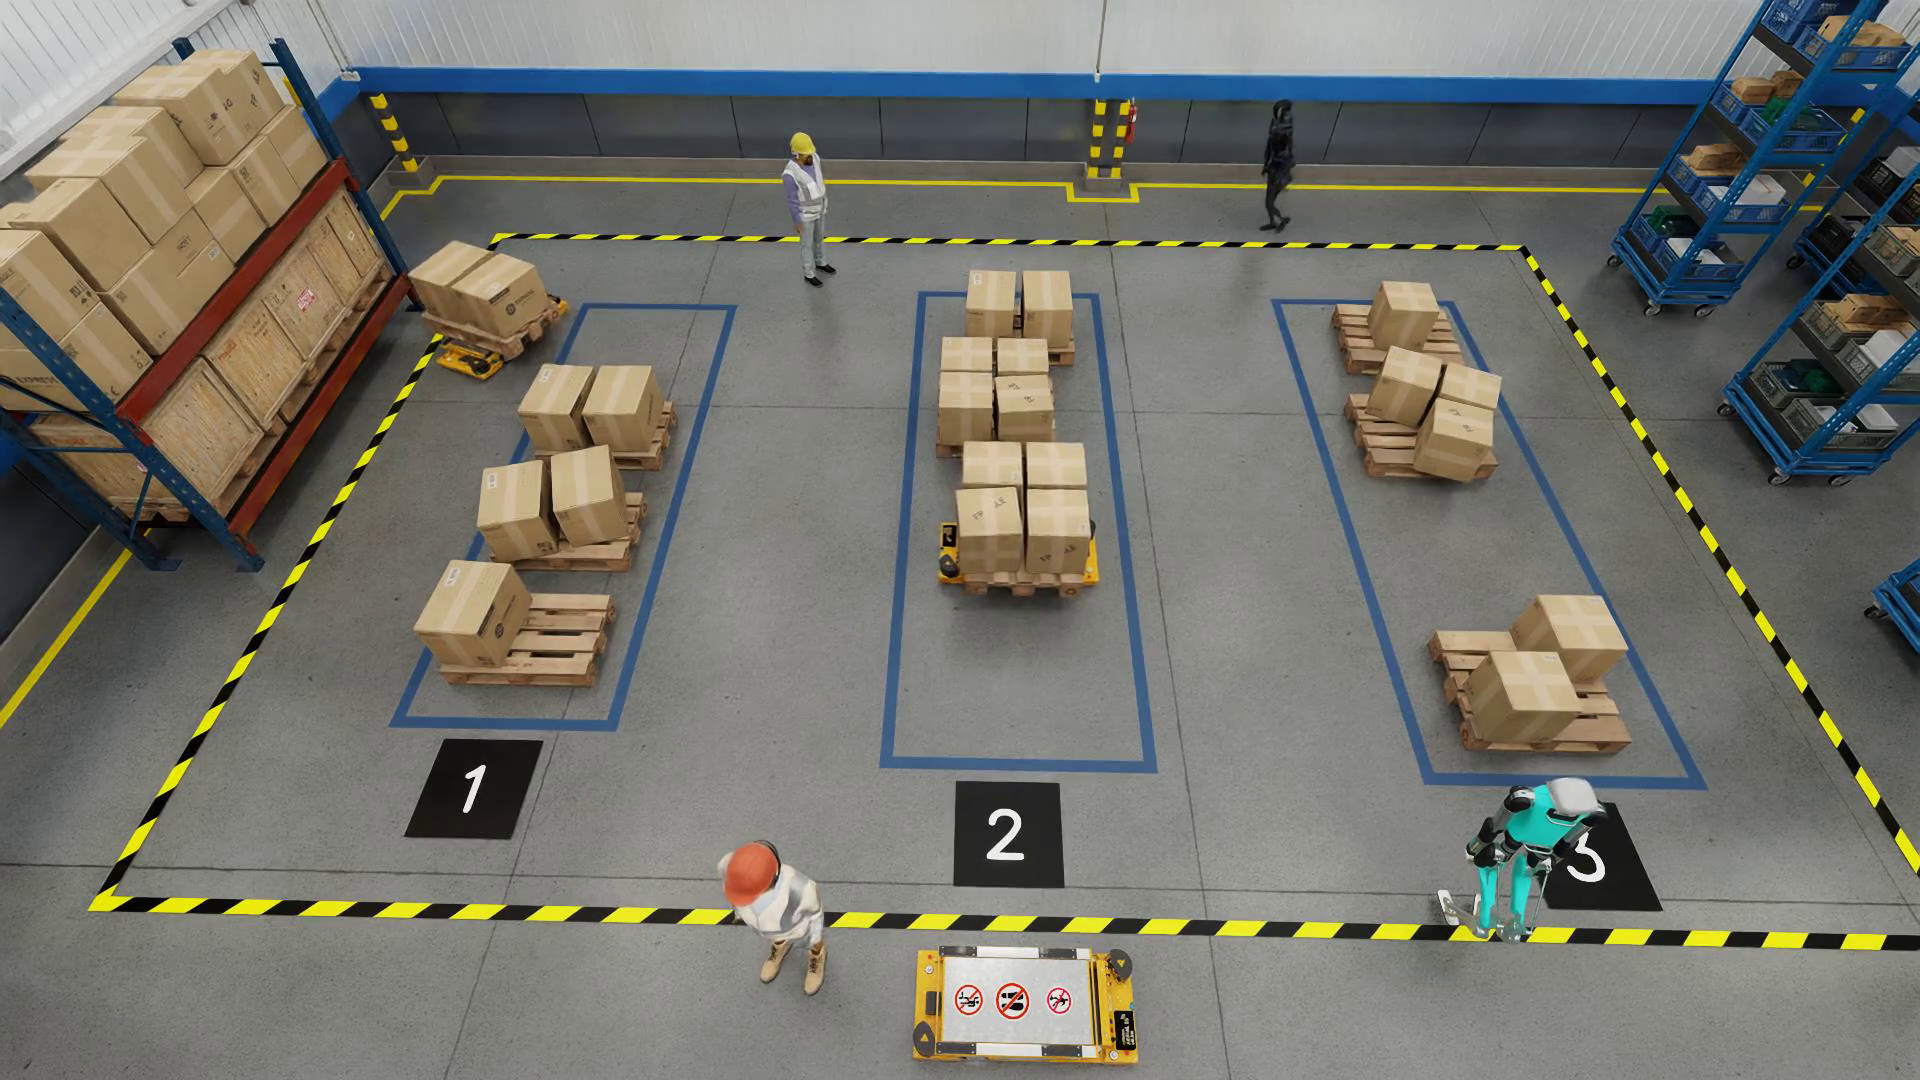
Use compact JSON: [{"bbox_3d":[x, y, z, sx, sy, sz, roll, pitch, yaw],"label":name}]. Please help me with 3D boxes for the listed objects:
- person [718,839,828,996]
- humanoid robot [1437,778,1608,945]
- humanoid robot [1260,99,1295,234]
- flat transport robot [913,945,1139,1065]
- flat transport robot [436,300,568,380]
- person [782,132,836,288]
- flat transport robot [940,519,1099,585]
[{"bbox_3d":[-1.094,2.278,5.485,0.605,2.045,0.375,13,52,11],"label":"person"},{"bbox_3d":[3.481,2.129,5.719,0.533,1.673,0.735,10,51,8],"label":"humanoid robot"},{"bbox_3d":[3.958,-4.601,11.334,0.481,1.625,0.632,-10,52,-8],"label":"humanoid robot"},{"bbox_3d":[0.422,3.041,6.007,1.431,0.231,0.659,1,51,1],"label":"flat transport robot"},{"bbox_3d":[-5.207,-2.404,10.428,0.652,0.197,1.431,18,53,14],"label":"flat transport robot"},{"bbox_3d":[-1.723,-3.814,10.585,0.404,1.830,0.601,23,54,18],"label":"person"},{"bbox_3d":[0.539,0.088,8.396,1.431,0.197,0.652,1,51,1],"label":"flat transport robot"}]
